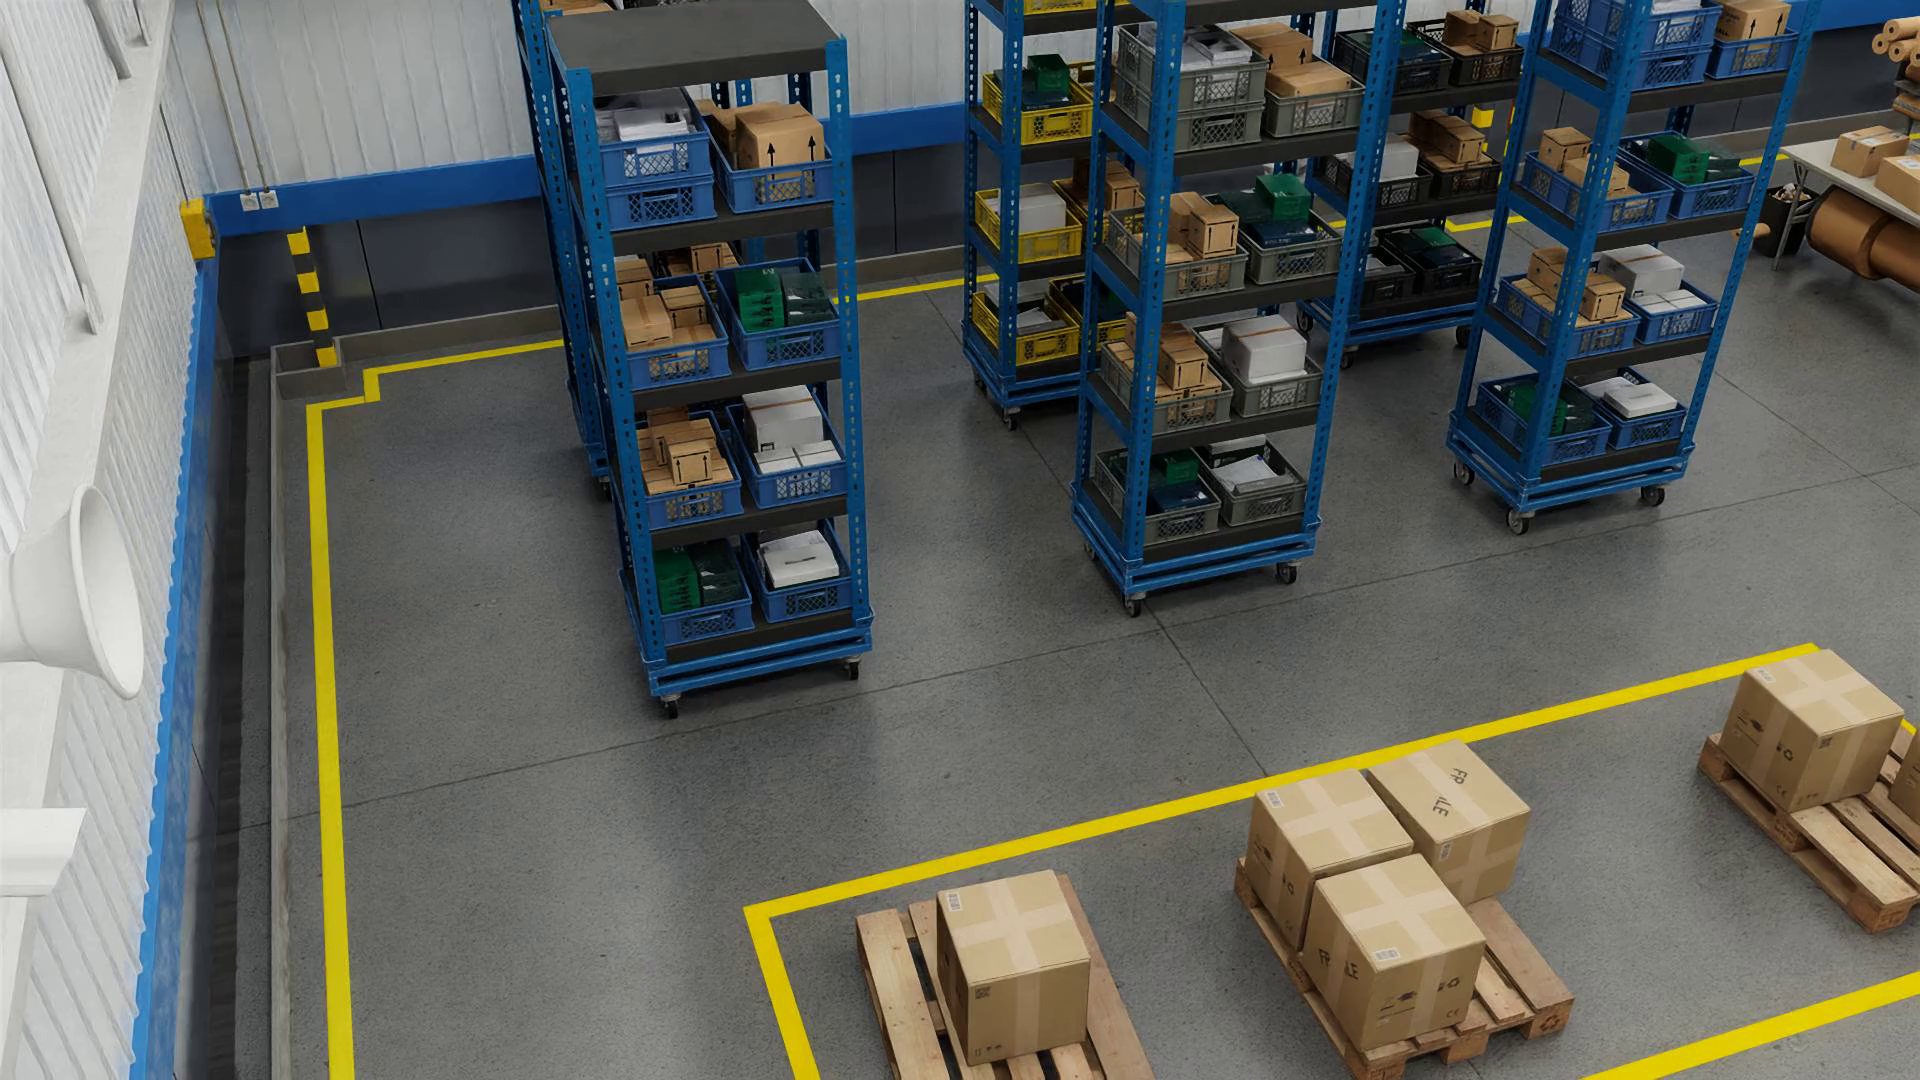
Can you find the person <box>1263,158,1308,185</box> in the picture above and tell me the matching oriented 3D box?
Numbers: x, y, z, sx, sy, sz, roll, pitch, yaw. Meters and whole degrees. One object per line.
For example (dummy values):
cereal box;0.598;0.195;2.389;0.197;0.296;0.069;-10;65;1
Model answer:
person;2.422;-2.705;12.487;0.354;1.887;0.572;5;36;7
